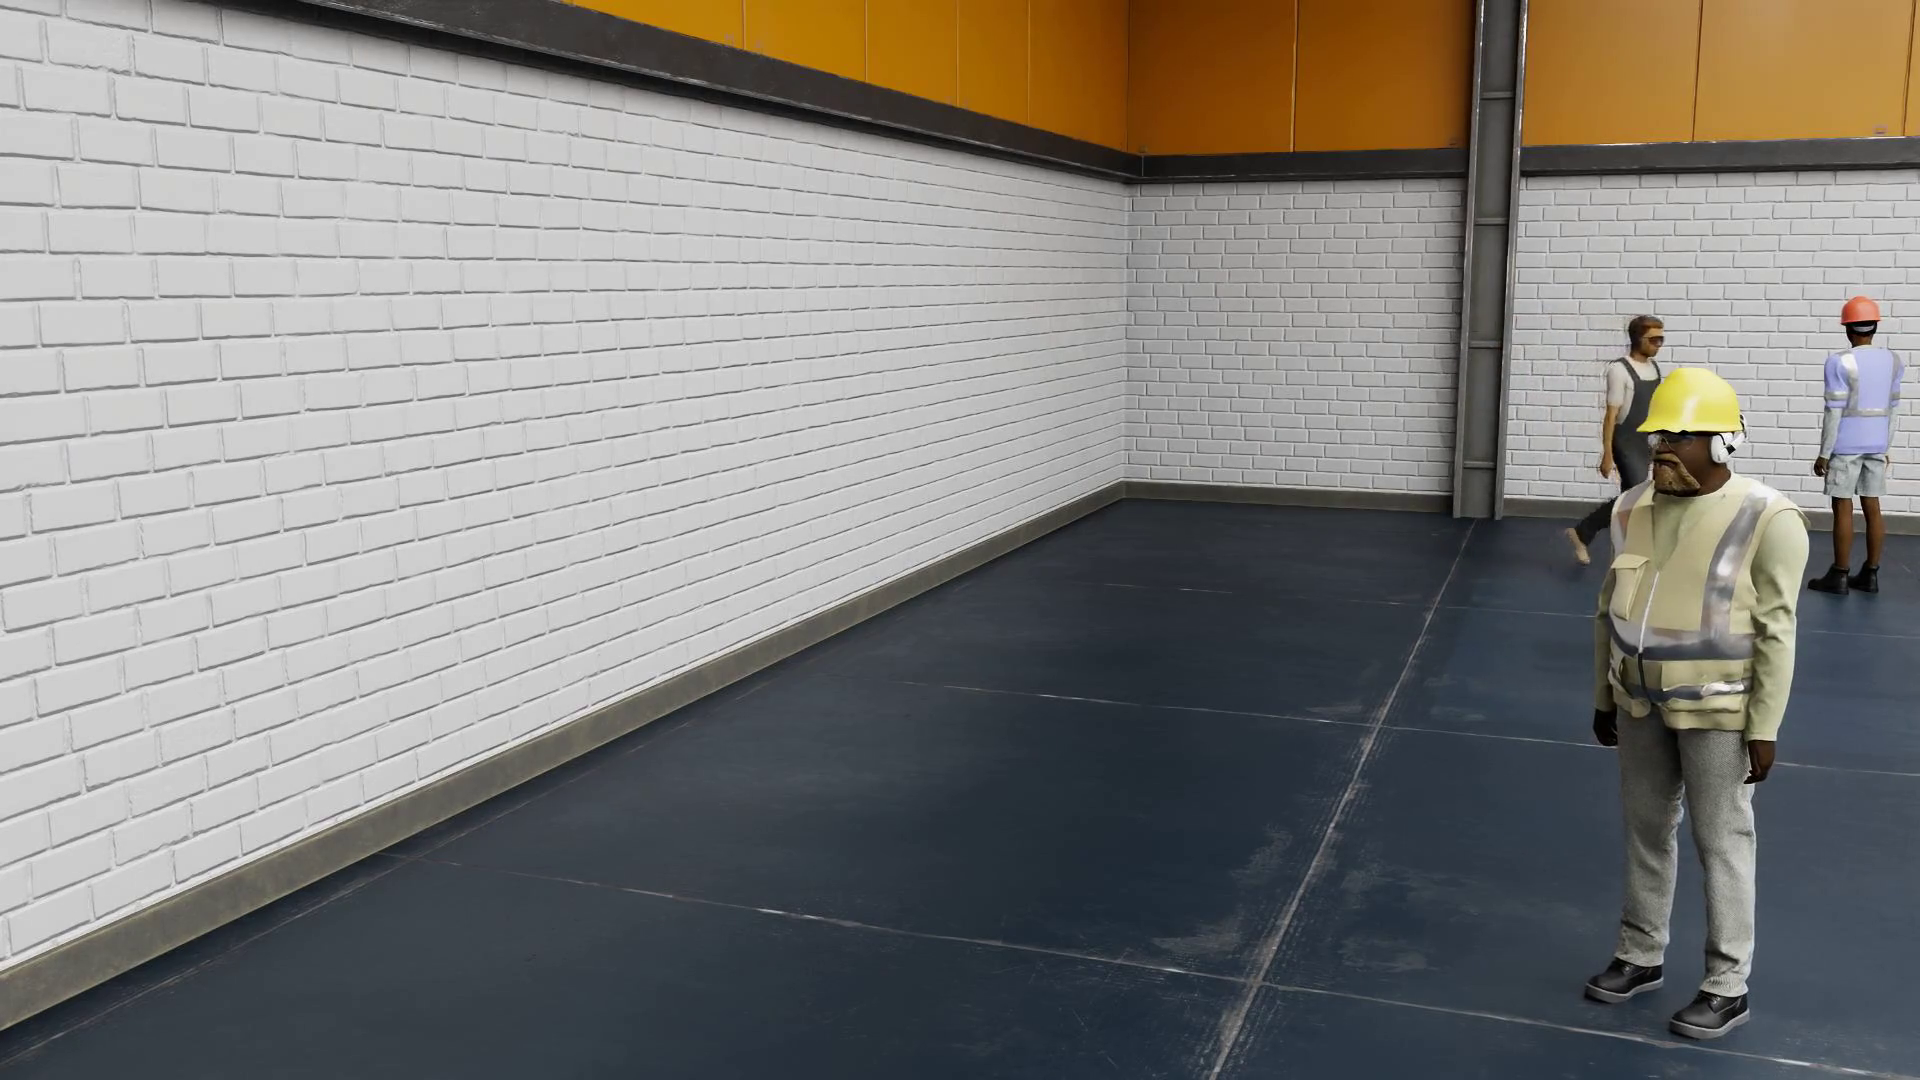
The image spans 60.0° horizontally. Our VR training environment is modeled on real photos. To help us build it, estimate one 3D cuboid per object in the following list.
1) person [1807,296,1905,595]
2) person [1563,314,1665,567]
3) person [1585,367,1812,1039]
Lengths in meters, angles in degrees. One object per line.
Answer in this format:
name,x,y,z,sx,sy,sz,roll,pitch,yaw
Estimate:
person,5.805,-0.608,10.812,0.546,1.934,0.376,-2,9,-11
person,4.502,-0.627,11.323,0.567,1.814,0.833,-6,11,-35
person,1.997,0.439,4.598,0.403,1.826,0.596,-5,10,-30
